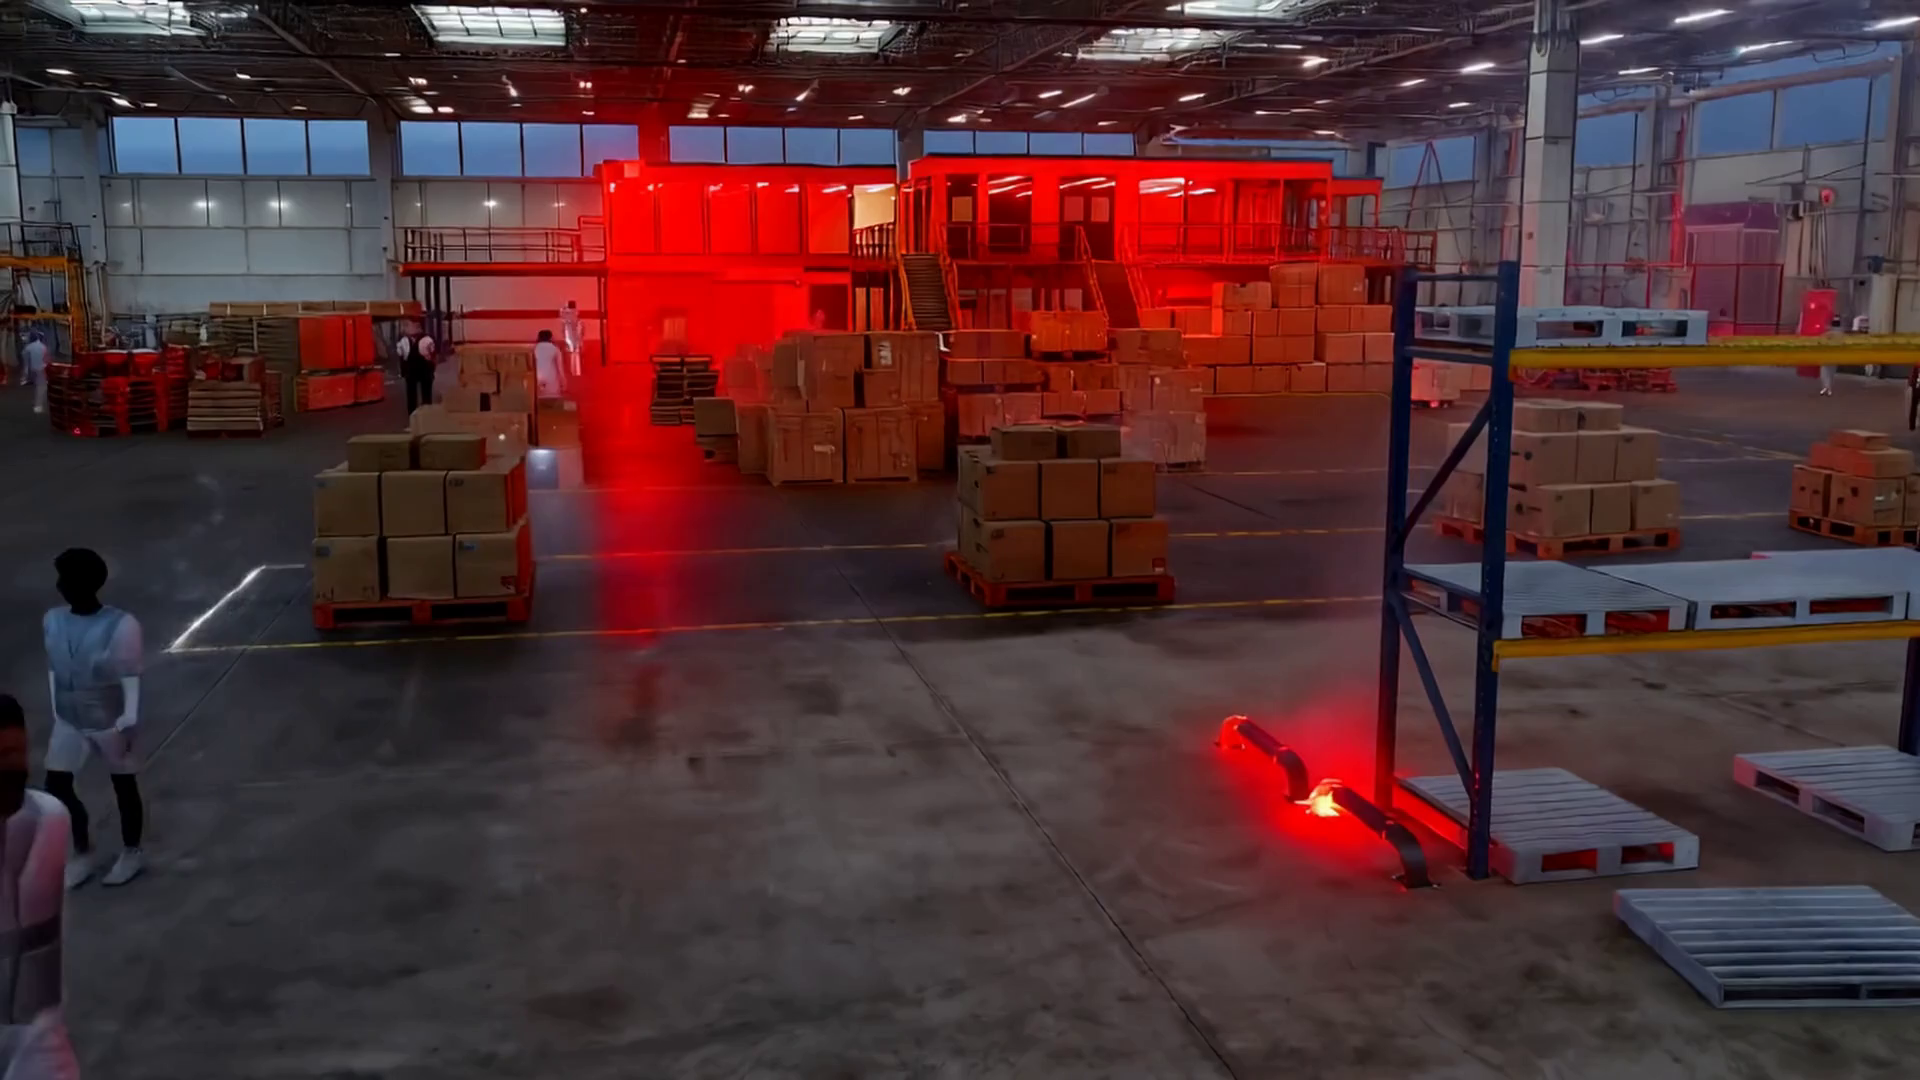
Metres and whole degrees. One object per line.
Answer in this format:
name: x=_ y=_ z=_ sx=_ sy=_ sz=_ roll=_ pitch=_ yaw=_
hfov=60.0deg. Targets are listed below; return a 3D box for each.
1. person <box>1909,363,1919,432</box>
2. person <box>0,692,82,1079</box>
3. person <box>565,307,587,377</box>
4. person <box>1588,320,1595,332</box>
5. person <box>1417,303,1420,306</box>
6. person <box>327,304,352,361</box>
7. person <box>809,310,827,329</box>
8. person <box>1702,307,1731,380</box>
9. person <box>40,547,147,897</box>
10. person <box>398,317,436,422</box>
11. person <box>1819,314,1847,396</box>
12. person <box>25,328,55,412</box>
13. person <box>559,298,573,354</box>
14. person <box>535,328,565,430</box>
person: x=17.674 y=-2.880 z=30.339 sx=0.626 sy=1.844 sz=0.429 roll=5 pitch=10 yaw=27
person: x=-2.698 y=1.327 z=4.557 sx=0.805 sy=1.894 sz=0.598 roll=4 pitch=10 yaw=22
person: x=-10.529 y=-5.433 z=45.687 sx=0.578 sy=1.907 sz=0.800 roll=-5 pitch=10 yaw=-26
person: x=18.926 y=-5.966 z=49.597 sx=0.550 sy=1.683 sz=0.366 roll=-5 pitch=11 yaw=-28
person: x=17.828 y=-8.687 z=65.397 sx=0.377 sy=1.950 sz=0.612 roll=9 pitch=13 yaw=43
person: x=-19.982 y=-6.676 z=53.496 sx=0.989 sy=1.827 sz=0.583 roll=-9 pitch=13 yaw=-43
person: x=-3.428 y=-4.540 z=39.998 sx=1.014 sy=2.006 sz=0.608 roll=6 pitch=11 yaw=34
person: x=20.114 y=-5.203 z=44.147 sx=0.913 sy=1.949 sz=0.605 roll=3 pitch=10 yaw=15
person: x=-4.158 y=0.877 z=7.895 sx=0.552 sy=1.677 sz=0.565 roll=2 pitch=9 yaw=10
person: x=-10.546 y=-3.312 z=32.367 sx=0.688 sy=2.000 sz=0.539 roll=-2 pitch=10 yaw=-13
person: x=20.407 y=-4.334 z=38.965 sx=0.620 sy=1.911 sz=0.425 roll=3 pitch=10 yaw=16
person: x=-19.246 y=-3.574 z=34.898 sx=0.548 sy=1.716 sz=0.911 roll=0 pitch=9 yaw=3
person: x=-13.677 y=-7.454 z=57.989 sx=0.381 sy=1.917 sz=0.584 roll=7 pitch=12 yaw=37
person: x=-7.532 y=-2.890 z=30.188 sx=0.634 sy=1.916 sz=0.802 roll=2 pitch=10 yaw=14
